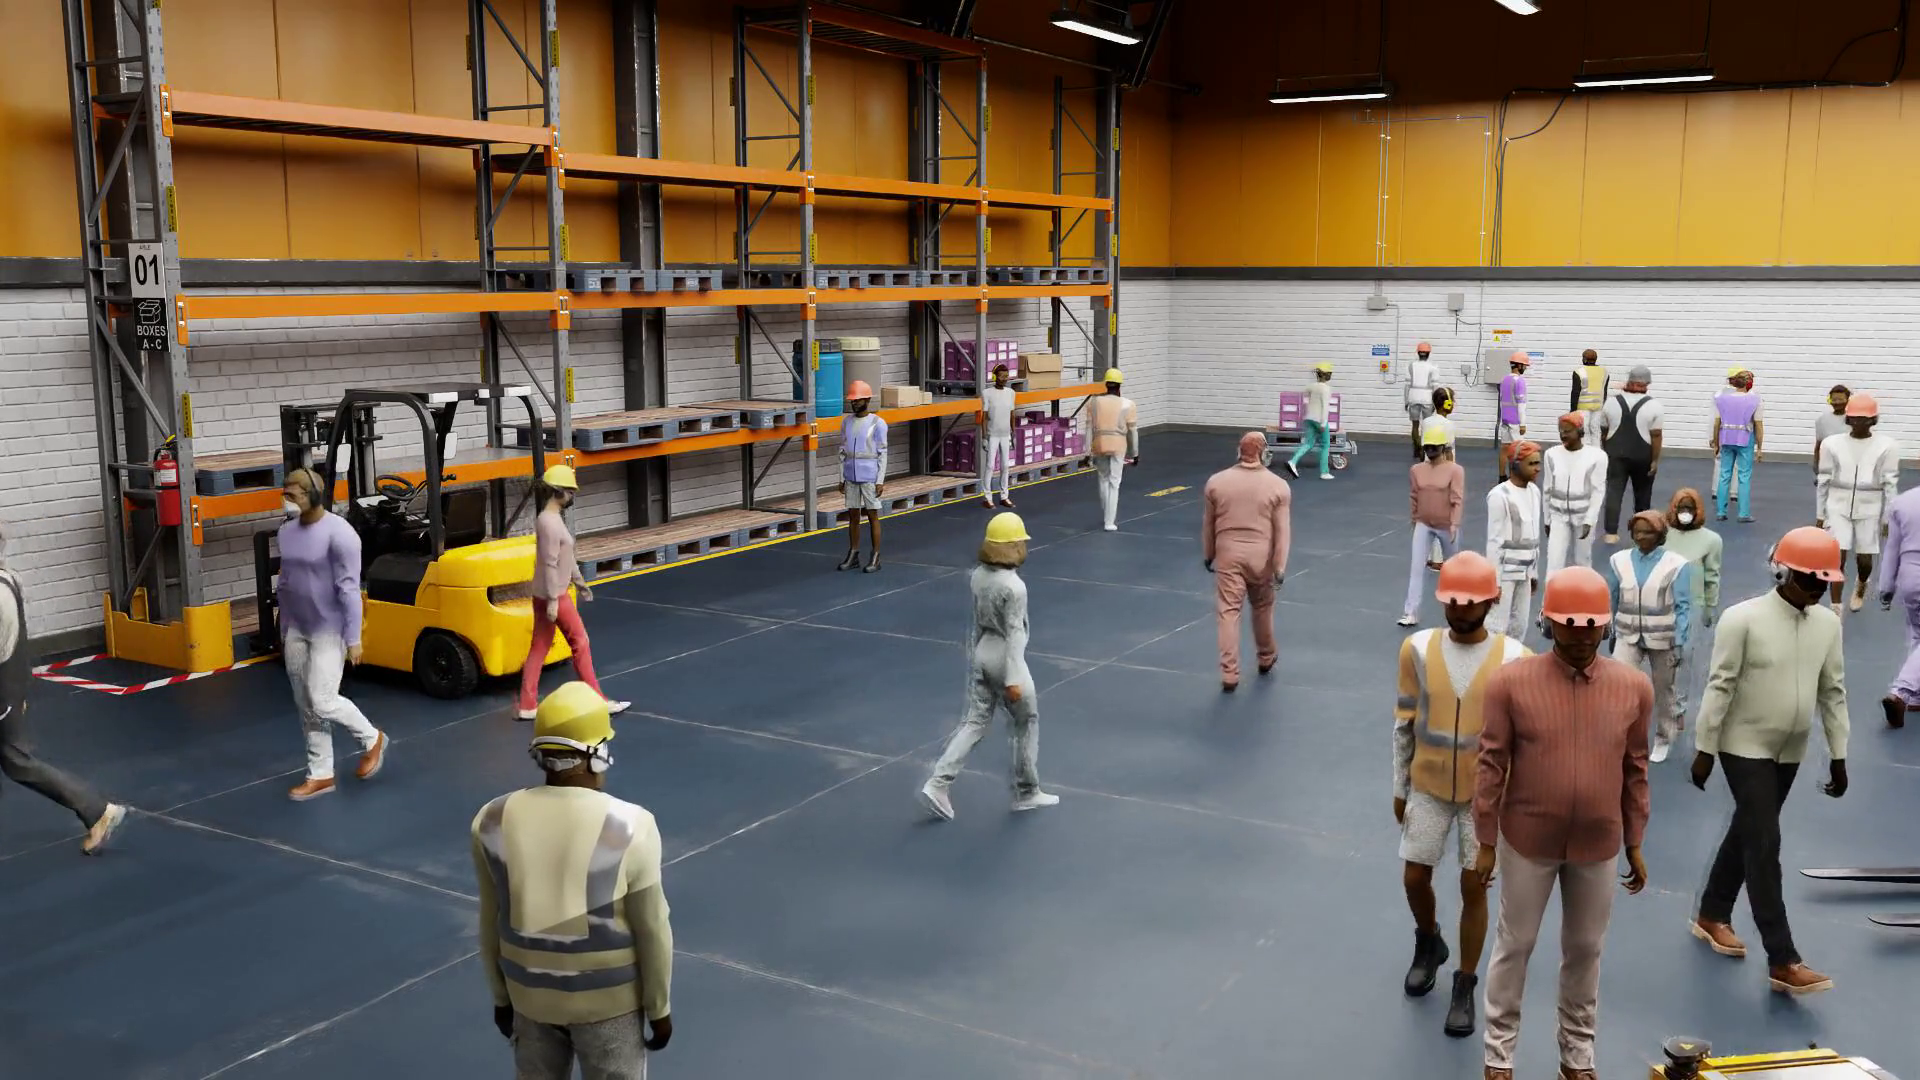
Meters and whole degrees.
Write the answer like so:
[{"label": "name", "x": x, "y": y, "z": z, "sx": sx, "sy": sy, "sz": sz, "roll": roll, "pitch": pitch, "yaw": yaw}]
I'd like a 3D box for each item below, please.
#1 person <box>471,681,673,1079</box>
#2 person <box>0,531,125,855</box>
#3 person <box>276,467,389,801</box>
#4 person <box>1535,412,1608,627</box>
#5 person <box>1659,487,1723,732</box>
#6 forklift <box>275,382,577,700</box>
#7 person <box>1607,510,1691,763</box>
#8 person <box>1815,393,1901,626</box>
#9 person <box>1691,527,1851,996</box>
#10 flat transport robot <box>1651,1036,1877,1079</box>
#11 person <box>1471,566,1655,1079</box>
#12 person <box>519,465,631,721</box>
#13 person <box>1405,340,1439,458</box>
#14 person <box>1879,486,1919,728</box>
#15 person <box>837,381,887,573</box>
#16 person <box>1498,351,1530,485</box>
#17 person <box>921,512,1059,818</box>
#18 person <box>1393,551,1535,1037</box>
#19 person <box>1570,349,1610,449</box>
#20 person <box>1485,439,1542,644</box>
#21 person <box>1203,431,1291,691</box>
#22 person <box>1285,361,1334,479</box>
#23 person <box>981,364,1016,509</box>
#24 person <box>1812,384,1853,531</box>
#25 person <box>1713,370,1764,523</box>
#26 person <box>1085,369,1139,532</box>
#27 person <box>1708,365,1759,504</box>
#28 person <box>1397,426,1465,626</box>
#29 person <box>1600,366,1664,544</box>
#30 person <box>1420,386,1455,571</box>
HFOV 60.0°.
[{"label": "person", "x": -1.128, "y": 1.322, "z": 4.921, "sx": 0.595, "sy": 1.823, "sz": 0.403, "roll": 2, "pitch": 9, "yaw": 13}, {"label": "person", "x": -4.798, "y": 0.765, "z": 8.436, "sx": 0.888, "sy": 1.816, "sz": 0.514, "roll": -4, "pitch": 10, "yaw": -23}, {"label": "person", "x": -3.647, "y": 0.529, "z": 9.545, "sx": 0.644, "sy": 1.919, "sz": 0.513, "roll": 6, "pitch": 11, "yaw": 31}, {"label": "person", "x": 5.139, "y": -0.157, "z": 14.062, "sx": 0.564, "sy": 1.835, "sz": 0.959, "roll": 7, "pitch": 11, "yaw": 37}, {"label": "person", "x": 4.839, "y": 0.424, "z": 11.215, "sx": 0.500, "sy": 1.603, "sz": 0.788, "roll": 5, "pitch": 10, "yaw": 28}, {"label": "forklift", "x": -3.974, "y": -0.067, "z": 12.417, "sx": 2.313, "sy": 2.155, "sz": 1.214, "roll": 5, "pitch": 11, "yaw": 30}, {"label": "person", "x": 4.133, "y": 0.612, "z": 10.040, "sx": 0.525, "sy": 1.592, "sz": 0.860, "roll": 8, "pitch": 12, "yaw": 41}, {"label": "person", "x": 7.639, "y": -0.257, "z": 14.183, "sx": 0.608, "sy": 2.023, "sz": 0.721, "roll": 6, "pitch": 11, "yaw": 31}, {"label": "person", "x": 3.516, "y": 0.917, "z": 7.045, "sx": 0.629, "sy": 1.942, "sz": 0.979, "roll": -3, "pitch": 10, "yaw": -18}, {"label": "flat transport robot", "x": 2.974, "y": 2.009, "z": 5.442, "sx": 0.652, "sy": 0.197, "sz": 1.431, "roll": -2, "pitch": 9, "yaw": -10}, {"label": "person", "x": 2.152, "y": 1.070, "z": 5.943, "sx": 0.623, "sy": 1.992, "sz": 0.396, "roll": 0, "pitch": 9, "yaw": 3}, {"label": "person", "x": -2.616, "y": 0.361, "z": 11.196, "sx": 0.834, "sy": 1.724, "sz": 0.528, "roll": -3, "pitch": 10, "yaw": -19}, {"label": "person", "x": 7.525, "y": -2.290, "z": 27.149, "sx": 0.543, "sy": 1.923, "sz": 0.444, "roll": 4, "pitch": 10, "yaw": 24}, {"label": "person", "x": 6.461, "y": 0.316, "z": 11.107, "sx": 0.913, "sy": 1.866, "sz": 0.647, "roll": -5, "pitch": 10, "yaw": -27}, {"label": "person", "x": -0.997, "y": -0.637, "z": 16.772, "sx": 0.545, "sy": 1.938, "sz": 0.362, "roll": 5, "pitch": 10, "yaw": 28}, {"label": "person", "x": 7.757, "y": -1.671, "z": 23.241, "sx": 0.363, "sy": 1.933, "sz": 0.543, "roll": -2, "pitch": 9, "yaw": -12}, {"label": "person", "x": 0.171, "y": 0.693, "z": 9.166, "sx": 0.810, "sy": 1.711, "sz": 0.493, "roll": -6, "pitch": 11, "yaw": -33}, {"label": "person", "x": 2.015, "y": 0.989, "z": 6.669, "sx": 0.574, "sy": 1.933, "sz": 0.469, "roll": 5, "pitch": 10, "yaw": 27}, {"label": "person", "x": 9.733, "y": -2.039, "z": 25.821, "sx": 0.624, "sy": 1.844, "sz": 0.430, "roll": -2, "pitch": 9, "yaw": -14}, {"label": "person", "x": 3.816, "y": 0.239, "z": 11.503, "sx": 0.586, "sy": 1.878, "sz": 0.346, "roll": -8, "pitch": 12, "yaw": -42}, {"label": "person", "x": 2.108, "y": 0.131, "z": 12.211, "sx": 0.660, "sy": 1.855, "sz": 0.982, "roll": 3, "pitch": 10, "yaw": 18}, {"label": "person", "x": 5.152, "y": -1.739, "z": 24.253, "sx": 0.684, "sy": 1.742, "sz": 0.532, "roll": -4, "pitch": 10, "yaw": -25}, {"label": "person", "x": 0.497, "y": -1.324, "z": 21.314, "sx": 0.515, "sy": 1.861, "sz": 0.322, "roll": -5, "pitch": 10, "yaw": -29}, {"label": "person", "x": 9.477, "y": -0.775, "z": 17.950, "sx": 0.511, "sy": 1.843, "sz": 0.892, "roll": 5, "pitch": 10, "yaw": 28}, {"label": "person", "x": 9.402, "y": -1.127, "z": 20.115, "sx": 0.375, "sy": 1.843, "sz": 0.575, "roll": -9, "pitch": 13, "yaw": -43}, {"label": "person", "x": 1.818, "y": -1.074, "z": 19.661, "sx": 0.616, "sy": 1.883, "sz": 0.935, "roll": 3, "pitch": 10, "yaw": 19}, {"label": "person", "x": 10.108, "y": -1.377, "z": 21.731, "sx": 0.610, "sy": 1.822, "sz": 0.441, "roll": 6, "pitch": 11, "yaw": 31}, {"label": "person", "x": 4.094, "y": -0.127, "z": 14.283, "sx": 0.538, "sy": 1.719, "sz": 0.930, "roll": 8, "pitch": 12, "yaw": 39}, {"label": "person", "x": 7.527, "y": -0.983, "z": 18.613, "sx": 0.692, "sy": 2.000, "sz": 1.017, "roll": 7, "pitch": 11, "yaw": 36}, {"label": "person", "x": 4.865, "y": -0.619, "z": 16.869, "sx": 0.327, "sy": 1.873, "sz": 0.517, "roll": -3, "pitch": 10, "yaw": -19}]
